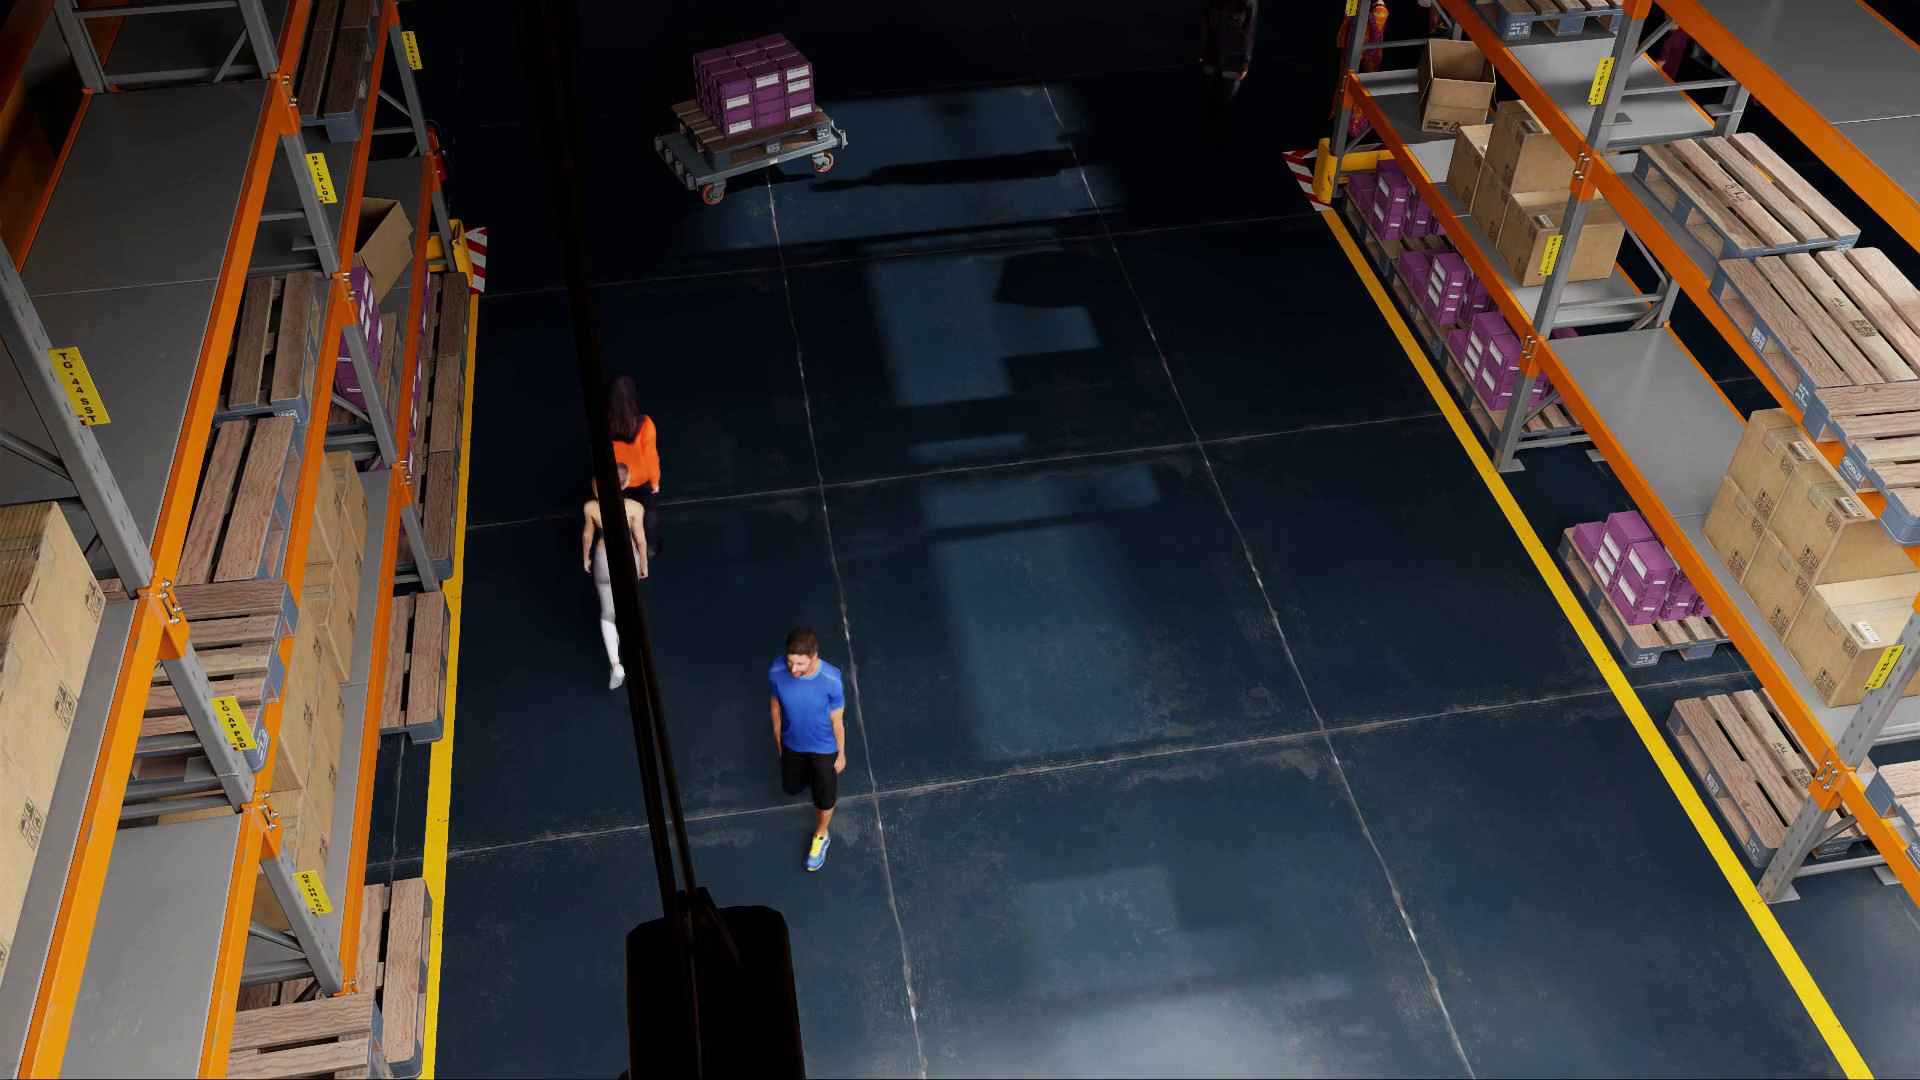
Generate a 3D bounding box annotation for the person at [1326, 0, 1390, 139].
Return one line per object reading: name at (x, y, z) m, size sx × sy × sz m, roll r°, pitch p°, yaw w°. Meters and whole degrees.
person at (3.877, -4.750, 16.104) m, size 0.702 × 1.681 × 0.581 m, roll -9°, pitch 44°, yaw -9°

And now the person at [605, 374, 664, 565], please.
person at (-2.299, -0.384, 11.483) m, size 0.841 × 1.733 × 1.000 m, roll 10°, pitch 44°, yaw 10°

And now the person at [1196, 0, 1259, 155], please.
person at (2.555, -4.637, 15.810) m, size 0.878 × 1.922 × 0.927 m, roll 15°, pitch 46°, yaw 15°

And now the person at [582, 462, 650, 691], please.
person at (-2.238, 0.231, 10.888) m, size 0.686 × 1.663 × 1.046 m, roll -5°, pitch 44°, yaw -6°

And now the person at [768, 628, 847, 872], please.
person at (-0.844, 1.127, 9.812) m, size 0.871 × 1.850 × 1.070 m, roll 10°, pitch 45°, yaw 11°
